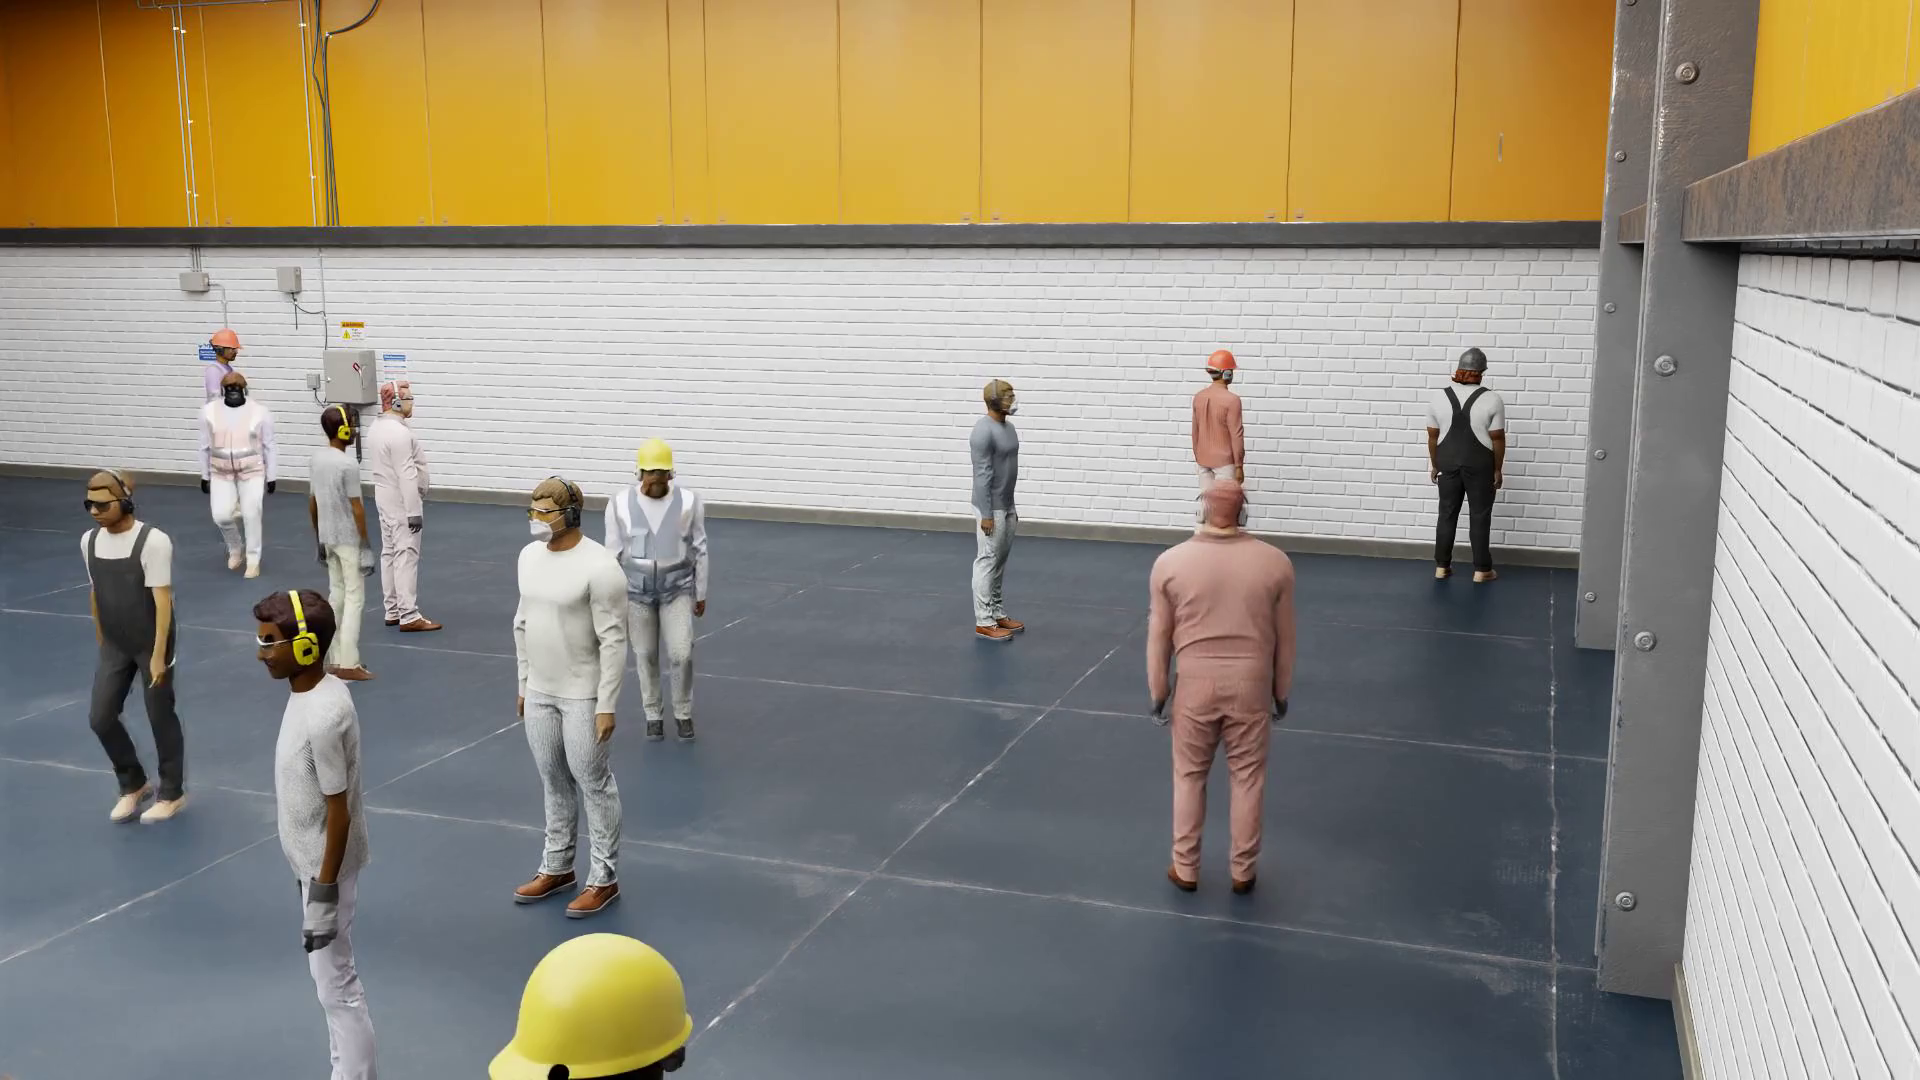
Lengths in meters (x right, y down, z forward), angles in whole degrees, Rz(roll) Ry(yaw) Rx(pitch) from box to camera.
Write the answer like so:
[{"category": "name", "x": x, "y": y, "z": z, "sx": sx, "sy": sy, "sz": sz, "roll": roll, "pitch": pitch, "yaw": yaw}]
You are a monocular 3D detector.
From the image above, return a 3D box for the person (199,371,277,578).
[{"category": "person", "x": -6.349, "y": -0.574, "z": 14.648, "sx": 0.650, "sy": 1.826, "sz": 0.433, "roll": -2, "pitch": 10, "yaw": -13}]

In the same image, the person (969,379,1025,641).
[{"category": "person", "x": 0.278, "y": -0.231, "z": 12.412, "sx": 0.372, "sy": 1.940, "sz": 0.630, "roll": 4, "pitch": 11, "yaw": 19}]

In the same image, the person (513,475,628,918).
[{"category": "person", "x": -1.718, "y": 0.678, "z": 7.290, "sx": 0.628, "sy": 1.940, "sz": 0.373, "roll": 7, "pitch": 12, "yaw": 33}]

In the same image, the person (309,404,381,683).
[{"category": "person", "x": -4.148, "y": 0.019, "z": 11.204, "sx": 0.535, "sy": 1.868, "sz": 0.317, "roll": 7, "pitch": 12, "yaw": 35}]

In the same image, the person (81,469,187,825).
[{"category": "person", "x": -4.152, "y": 0.546, "z": 8.344, "sx": 0.525, "sy": 1.825, "sz": 0.482, "roll": 1, "pitch": 10, "yaw": 8}]

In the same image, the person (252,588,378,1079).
[{"category": "person", "x": -2.057, "y": 1.067, "z": 5.308, "sx": 0.328, "sy": 1.867, "sz": 0.509, "roll": -5, "pitch": 11, "yaw": -26}]

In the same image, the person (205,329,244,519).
[{"category": "person", "x": -7.839, "y": -1.238, "z": 17.835, "sx": 0.410, "sy": 2.032, "sz": 0.609, "roll": -1, "pitch": 10, "yaw": -8}]

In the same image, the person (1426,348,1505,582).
[{"category": "person", "x": 4.450, "y": -0.664, "z": 14.560, "sx": 0.676, "sy": 2.000, "sz": 0.536, "roll": 7, "pitch": 12, "yaw": 35}]

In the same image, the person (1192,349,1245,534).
[{"category": "person", "x": 2.325, "y": -0.704, "z": 14.906, "sx": 0.375, "sy": 1.997, "sz": 0.612, "roll": -7, "pitch": 12, "yaw": -34}]

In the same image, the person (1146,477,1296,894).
[{"category": "person", "x": 1.165, "y": 0.665, "z": 7.510, "sx": 0.664, "sy": 1.891, "sz": 0.398, "roll": 1, "pitch": 10, "yaw": 5}]

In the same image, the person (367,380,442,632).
[{"category": "person", "x": -4.231, "y": -0.256, "z": 12.643, "sx": 0.408, "sy": 1.909, "sz": 0.642, "roll": -8, "pitch": 13, "yaw": -37}]

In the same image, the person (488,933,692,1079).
[{"category": "person", "x": -0.472, "y": 1.525, "z": 2.601, "sx": 0.436, "sy": 1.912, "sz": 0.590, "roll": -4, "pitch": 11, "yaw": -23}]

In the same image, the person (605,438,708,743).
[{"category": "person", "x": -1.777, "y": 0.307, "z": 9.714, "sx": 0.609, "sy": 1.811, "sz": 0.532, "roll": -1, "pitch": 10, "yaw": -8}]
